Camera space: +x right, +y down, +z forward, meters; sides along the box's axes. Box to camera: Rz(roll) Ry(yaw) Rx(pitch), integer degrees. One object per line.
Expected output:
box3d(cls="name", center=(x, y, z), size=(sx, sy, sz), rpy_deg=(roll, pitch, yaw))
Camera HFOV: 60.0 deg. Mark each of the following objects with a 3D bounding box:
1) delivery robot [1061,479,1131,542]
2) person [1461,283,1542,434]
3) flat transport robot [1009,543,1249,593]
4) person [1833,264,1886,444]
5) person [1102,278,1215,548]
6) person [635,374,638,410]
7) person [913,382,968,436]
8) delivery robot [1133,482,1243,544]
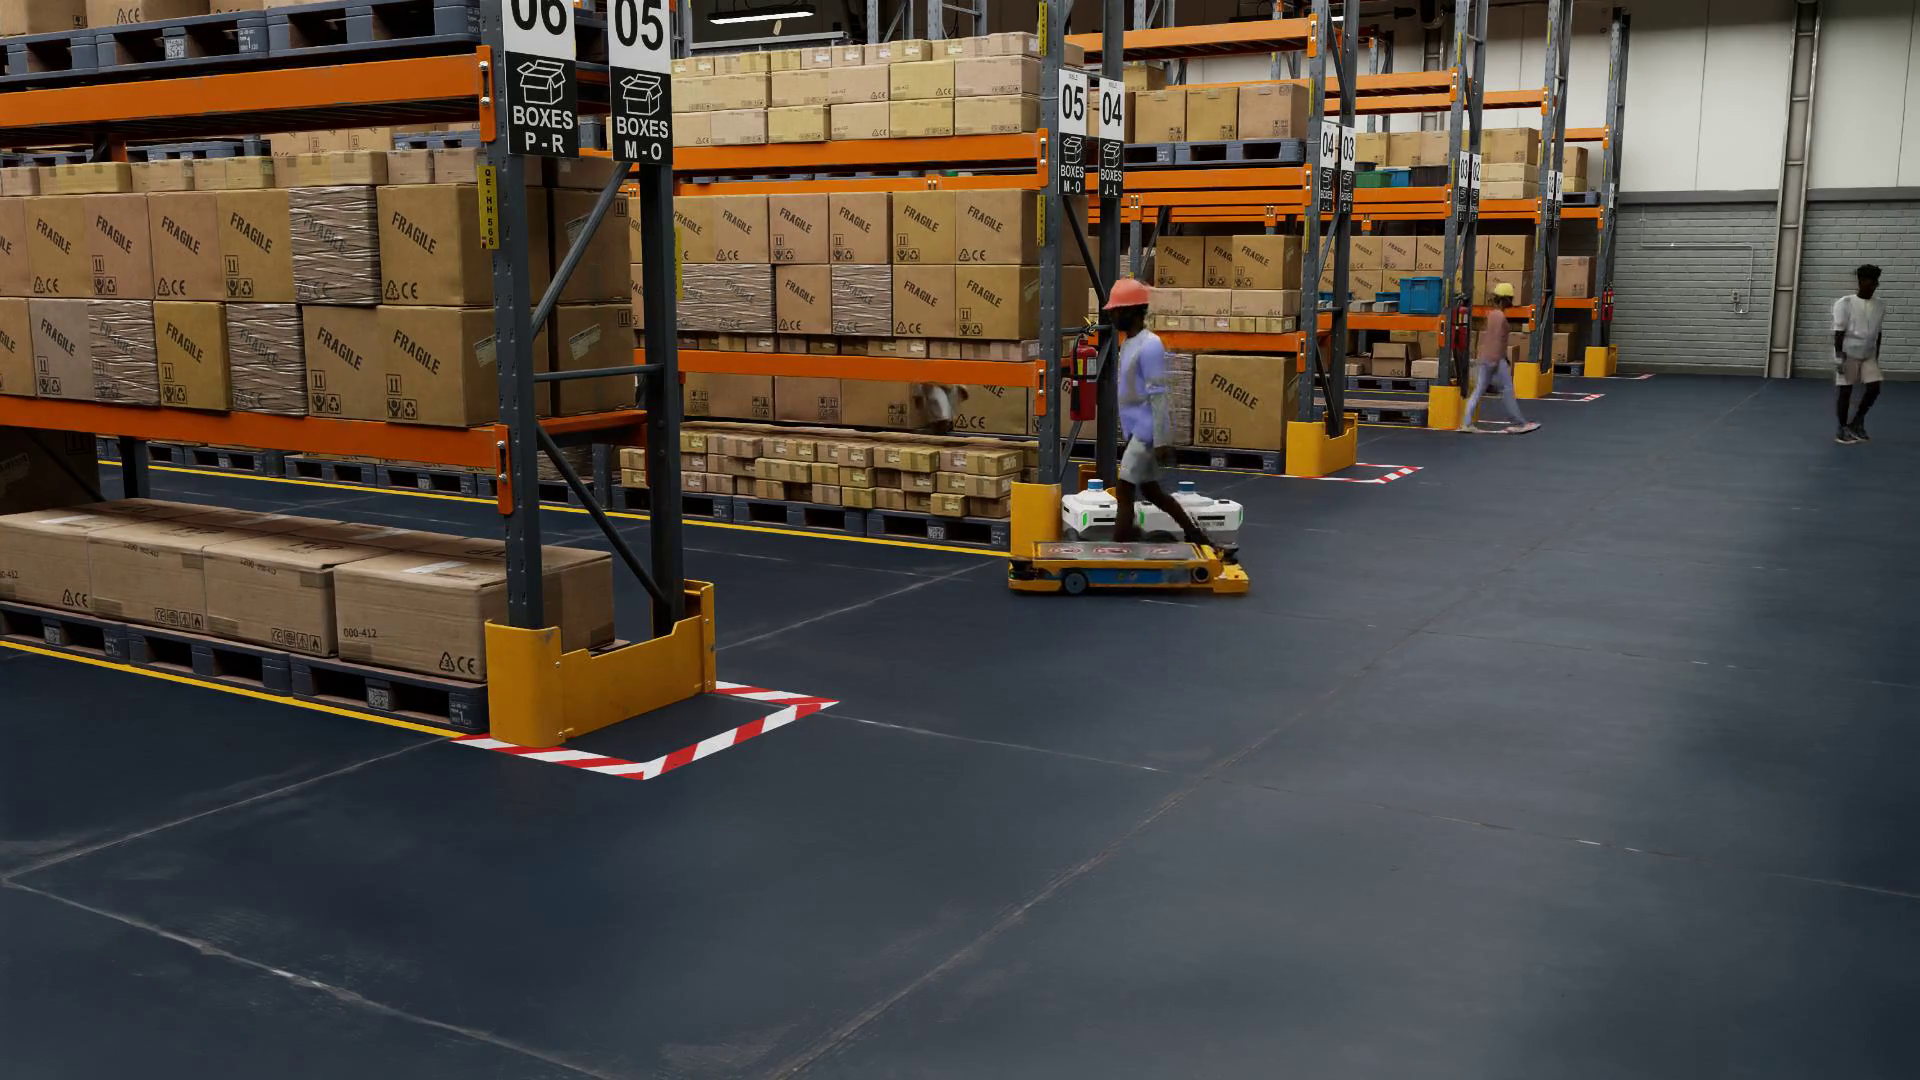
box3d(cls="delivery robot", center=(0.891, -0.157, 10.973), size=(0.477, 0.478, 0.707), rpy_deg=(-1, 10, -8))
box3d(cls="person", center=(6.174, -2.051, 18.936), size=(0.884, 1.720, 0.527), rpy_deg=(0, 10, 2))
box3d(cls="flat transport robot", center=(1.021, 0.159, 10.226), size=(1.431, 0.197, 0.652), rpy_deg=(0, 10, 2))
box3d(cls="person", center=(9.689, -1.998, 17.947), size=(0.607, 1.943, 0.436), rpy_deg=(0, 10, -3))
box3d(cls="person", center=(1.217, -0.699, 10.506), size=(0.906, 1.904, 0.545), rpy_deg=(-1, 10, -7))
box3d(cls="person", center=(-3.161, -1.415, 15.475), size=(0.318, 1.629, 0.508), rpy_deg=(3, 10, 16))
box3d(cls="person", center=(-0.236, -1.352, 14.259), size=(0.808, 1.917, 0.549), rpy_deg=(8, 12, 38))
box3d(cls="delivery robot", center=(1.476, -0.138, 10.864), size=(0.707, 0.478, 0.477), rpy_deg=(-1, 10, -9))
